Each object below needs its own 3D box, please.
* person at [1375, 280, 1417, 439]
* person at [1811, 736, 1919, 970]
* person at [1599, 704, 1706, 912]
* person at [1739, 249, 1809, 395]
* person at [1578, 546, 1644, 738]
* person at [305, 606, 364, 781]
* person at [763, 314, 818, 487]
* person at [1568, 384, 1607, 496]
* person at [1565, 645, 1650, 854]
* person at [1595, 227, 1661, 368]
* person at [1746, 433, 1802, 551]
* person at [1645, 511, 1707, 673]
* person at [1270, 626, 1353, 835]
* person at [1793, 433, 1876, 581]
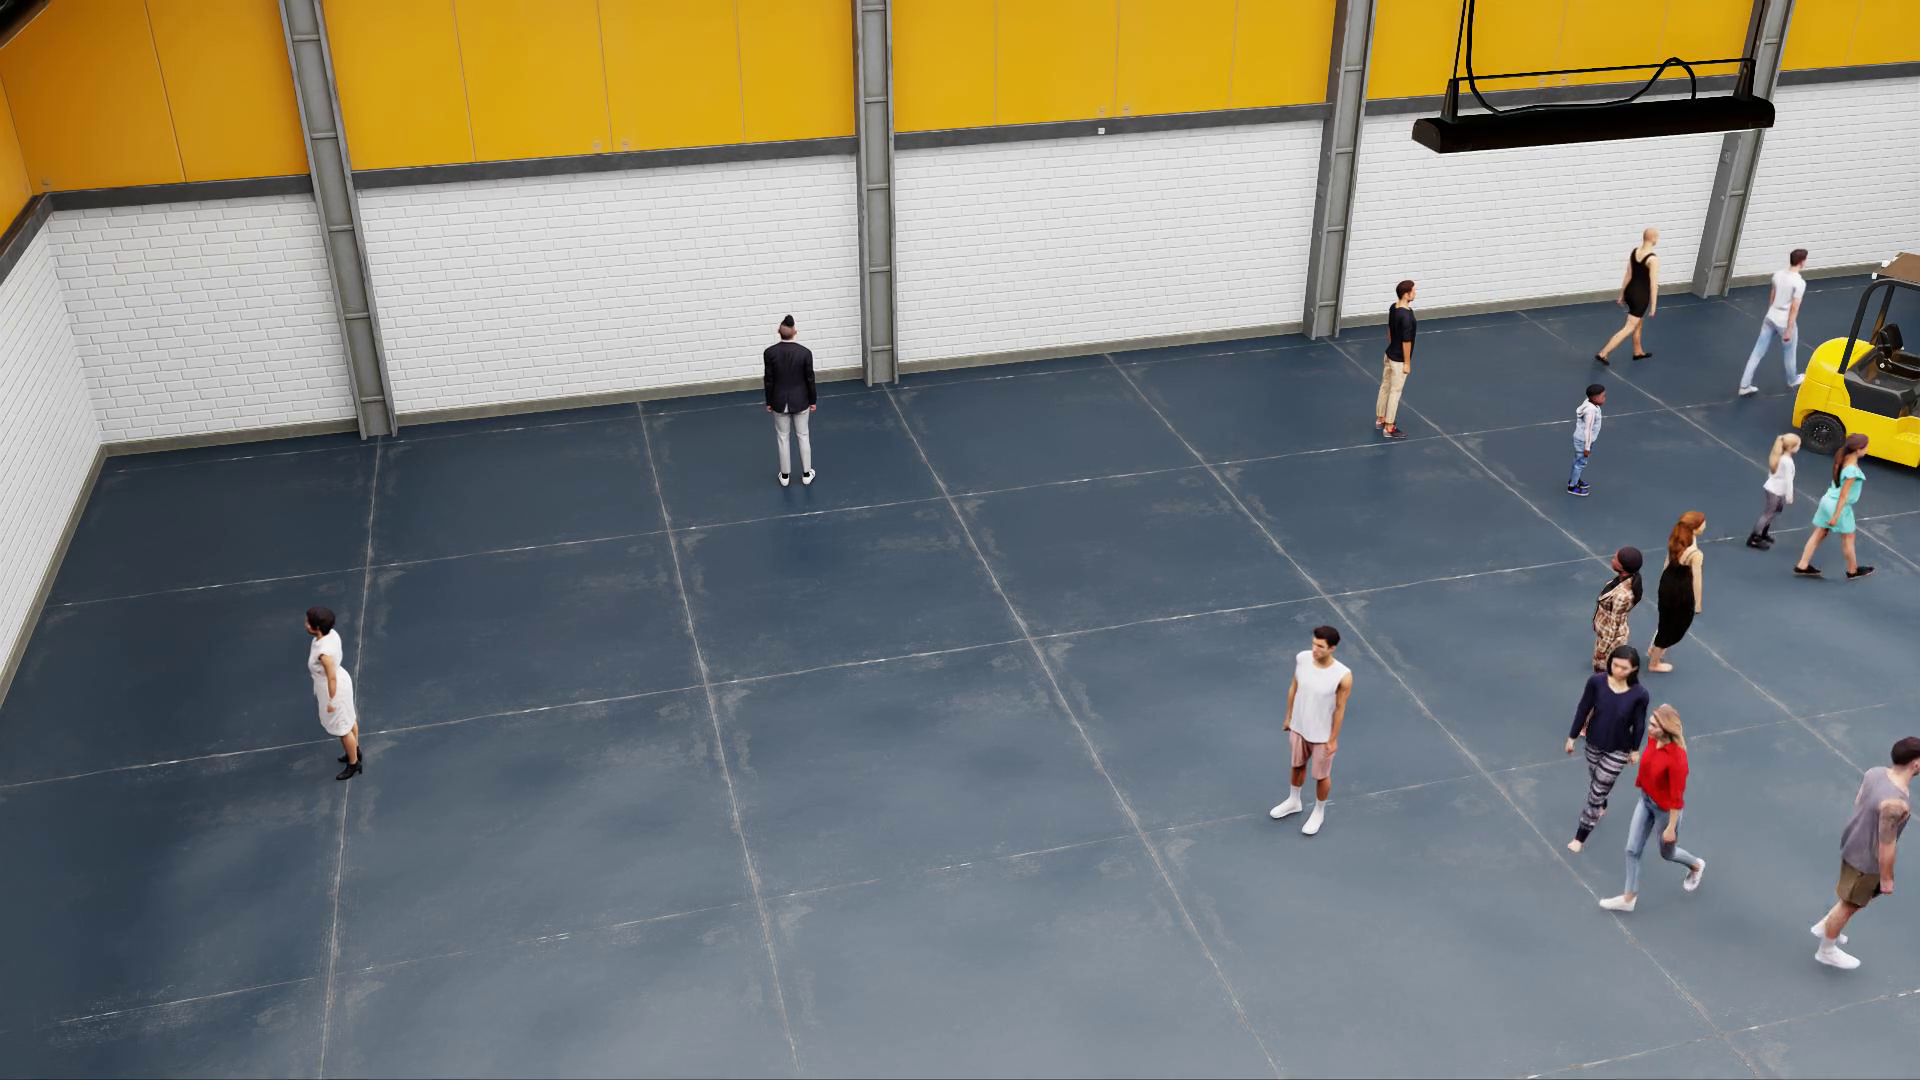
[{"bbox_3d":[4.999,-2.090,19.028,0.547,1.859,0.650,-4,29,-8],"label":"person"},{"bbox_3d":[6.038,2.093,11.241,0.829,1.826,0.787,12,31,21],"label":"person"},{"bbox_3d":[5.056,1.927,11.869,1.071,1.664,0.713,-6,29,-11],"label":"person"},{"bbox_3d":[9.761,-2.564,19.963,1.222,1.797,0.790,-11,30,-19],"label":"person"},{"bbox_3d":[5.368,0.841,13.722,0.736,1.795,0.678,15,32,25],"label":"person"},{"bbox_3d":[-5.001,1.201,13.312,0.511,1.556,0.551,-7,29,-12],"label":"person"},{"bbox_3d":[-1.827,-1.519,17.887,0.595,1.950,0.816,-2,29,-3],"label":"person"},{"bbox_3d":[6.698,-1.100,17.843,0.613,1.258,0.569,7,29,13],"label":"person"},{"bbox_3d":[4.942,1.504,12.614,0.986,1.692,1.147,23,36,35],"label":"person"},{"bbox_3d":[8.380,-2.997,20.776,1.157,1.778,0.713,-9,30,-15],"label":"person"},{"bbox_3d":[8.126,-0.493,16.719,0.619,1.268,0.577,6,29,11],"label":"person"},{"bbox_3d":[6.206,0.466,14.596,0.611,1.617,0.622,-5,29,-9],"label":"person"},{"bbox_3d":[2.714,1.414,12.679,0.730,1.789,0.728,-24,37,-37],"label":"person"},{"bbox_3d":[8.426,-0.313,16.113,1.001,1.532,0.719,1,29,2],"label":"person"}]
